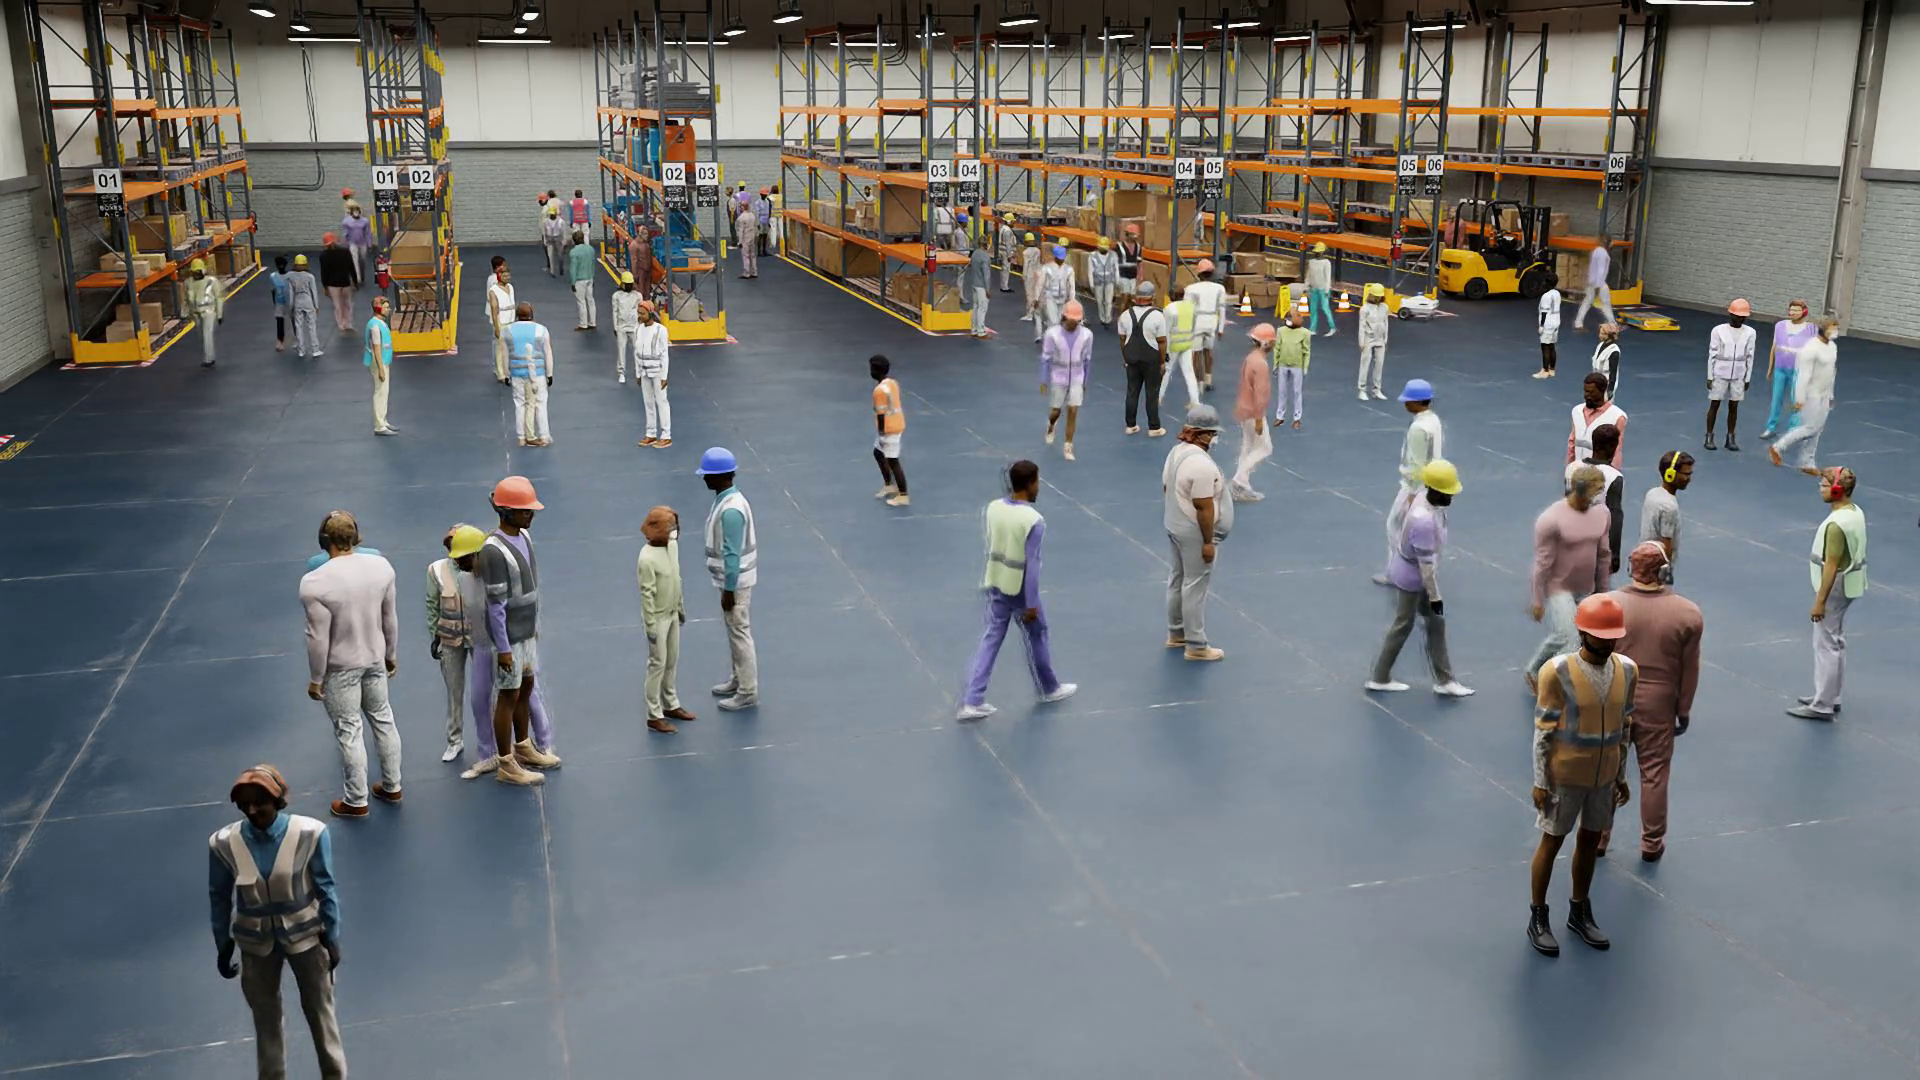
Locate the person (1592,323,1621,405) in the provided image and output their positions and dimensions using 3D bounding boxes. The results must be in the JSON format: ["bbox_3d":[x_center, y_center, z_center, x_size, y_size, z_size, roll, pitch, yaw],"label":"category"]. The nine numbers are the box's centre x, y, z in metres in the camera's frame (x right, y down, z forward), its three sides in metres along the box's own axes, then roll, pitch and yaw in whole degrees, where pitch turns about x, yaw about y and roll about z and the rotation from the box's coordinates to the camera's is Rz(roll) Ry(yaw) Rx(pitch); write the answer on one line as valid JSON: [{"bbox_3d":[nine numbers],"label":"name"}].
[{"bbox_3d":[8.112,-1.916,20.938,0.313,1.632,0.520,0,15,0],"label":"person"}]

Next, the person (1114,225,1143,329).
[{"bbox_3d":[3.240,-5.116,32.303,0.663,1.987,0.778,-8,17,-28],"label":"person"}]

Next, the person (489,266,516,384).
[{"bbox_3d":[-7.130,-3.356,25.974,0.393,1.832,0.574,4,15,16],"label":"person"}]

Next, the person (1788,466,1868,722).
[{"bbox_3d":[6.255,0.384,11.897,0.394,1.835,0.565,11,18,35],"label":"person"}]

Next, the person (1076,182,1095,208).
[{"bbox_3d":[3.749,-9.771,49.949,0.634,1.911,0.461,6,16,20],"label":"person"}]

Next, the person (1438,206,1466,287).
[{"bbox_3d":[11.538,-6.851,38.973,0.406,1.911,0.637,-4,15,-15],"label":"person"}]

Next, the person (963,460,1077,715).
[{"bbox_3d":[0.400,0.339,12.006,1.004,1.874,0.608,-12,19,-38],"label":"person"}]

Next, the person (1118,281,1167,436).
[{"bbox_3d":[2.457,-2.398,21.960,0.682,2.000,0.537,10,18,33],"label":"person"}]

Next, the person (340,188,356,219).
[{"bbox_3d":[-17.126,-8.890,46.624,0.443,1.916,0.565,1,15,3],"label":"person"}]

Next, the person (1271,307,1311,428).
[{"bbox_3d":[4.472,-2.330,22.485,0.507,1.633,0.276,9,17,30],"label":"person"}]

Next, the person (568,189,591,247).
[{"bbox_3d":[-10.819,-9.054,47.402,0.621,1.837,0.429,-2,15,-6],"label":"person"}]

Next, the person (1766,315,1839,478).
[{"bbox_3d":[9.983,-1.696,19.565,0.630,1.922,0.572,-12,19,-39],"label":"person"}]

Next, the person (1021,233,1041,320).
[{"bbox_3d":[1.408,-5.294,33.445,0.311,1.736,0.483,14,20,41],"label":"person"}]

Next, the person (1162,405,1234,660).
[{"bbox_3d":[1.902,-0.078,13.230,0.537,2.000,0.675,-4,15,-14],"label":"person"}]

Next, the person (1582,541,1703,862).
[{"bbox_3d":[3.926,0.936,9.680,0.642,1.905,0.399,5,16,18],"label":"person"}]

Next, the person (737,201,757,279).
[{"bbox_3d":[-5.304,-7.414,41.130,0.396,1.900,0.636,7,17,26],"label":"person"}]

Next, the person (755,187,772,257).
[{"bbox_3d":[-5.514,-8.949,46.816,0.374,1.934,0.548,9,17,31],"label":"person"}]

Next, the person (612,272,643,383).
[{"bbox_3d":[-5.187,-3.333,26.070,0.487,1.738,0.320,-4,15,-14],"label":"person"}]

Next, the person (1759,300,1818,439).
[{"bbox_3d":[10.785,-2.199,21.583,0.388,1.847,0.563,-13,20,-41],"label":"person"}]

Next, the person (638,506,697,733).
[{"bbox_3d":[-2.077,0.549,11.673,0.295,1.623,0.507,4,15,16],"label":"person"}]

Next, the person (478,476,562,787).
[{"bbox_3d":[-2.846,0.584,10.758,0.405,2.035,0.606,2,15,6],"label":"person"}]

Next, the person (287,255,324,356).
[{"bbox_3d":[-11.335,-4.056,28.769,0.493,1.743,0.299,0,15,-1],"label":"person"}]

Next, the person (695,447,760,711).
[{"bbox_3d":[-1.689,0.272,12.123,0.421,1.938,0.604,-4,15,-14],"label":"person"}]

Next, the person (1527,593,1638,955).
[{"bbox_3d":[3.225,1.205,8.601,0.551,1.937,0.357,-3,15,-12],"label":"person"}]

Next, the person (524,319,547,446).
[{"bbox_3d":[-5.518,-2.030,21.358,0.271,1.631,0.507,-7,16,-25],"label":"person"}]

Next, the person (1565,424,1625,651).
[{"bbox_3d":[4.953,0.031,13.062,0.392,1.915,0.590,-6,16,-21],"label":"person"}]

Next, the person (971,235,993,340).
[{"bbox_3d":[0.391,-4.647,30.651,0.368,1.932,0.622,-6,16,-20],"label":"person"}]

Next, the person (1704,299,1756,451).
[{"bbox_3d":[9.718,-2.081,20.987,0.543,1.929,0.385,2,15,8],"label":"person"}]

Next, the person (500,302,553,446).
[{"bbox_3d":[-5.533,-2.127,21.323,0.634,1.841,0.429,-2,15,-6],"label":"person"}]

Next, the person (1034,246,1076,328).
[{"bbox_3d":[1.678,-4.130,28.757,0.645,1.879,0.957,-6,16,-20],"label":"person"}]

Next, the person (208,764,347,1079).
[{"bbox_3d":[-2.938,1.738,7.179,0.522,1.636,0.310,-3,15,-10],"label":"person"}]

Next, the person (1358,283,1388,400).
[{"bbox_3d":[6.106,-2.925,24.544,0.491,1.728,0.324,-6,16,-21],"label":"person"}]

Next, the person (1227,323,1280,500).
[{"bbox_3d":[3.246,-1.386,18.250,0.469,1.985,0.661,-1,15,-4],"label":"person"}]

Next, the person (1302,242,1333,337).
[{"bbox_3d":[6.710,-4.693,31.148,0.464,1.762,0.633,-10,18,-34],"label":"person"}]

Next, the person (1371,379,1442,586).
[{"bbox_3d":[4.092,-0.516,15.098,0.549,1.925,0.680,9,17,30],"label":"person"}]

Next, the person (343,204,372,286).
[{"bbox_3d":[-14.394,-7.057,39.749,0.635,1.921,0.740,-8,17,-28],"label":"person"}]

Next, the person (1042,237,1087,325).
[{"bbox_3d":[2.085,-5.049,32.543,0.887,1.730,0.523,1,15,5],"label":"person"}]

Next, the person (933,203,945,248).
[{"bbox_3d":[-0.719,-9.346,48.774,0.523,1.693,0.789,12,19,37],"label":"person"}]

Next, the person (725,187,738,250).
[{"bbox_3d":[-6.732,-9.493,49.059,0.336,1.838,0.512,-2,15,-8],"label":"person"}]

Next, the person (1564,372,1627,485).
[{"bbox_3d":[5.916,-0.625,15.551,0.399,1.909,0.599,-8,17,-28],"label":"person"}]
